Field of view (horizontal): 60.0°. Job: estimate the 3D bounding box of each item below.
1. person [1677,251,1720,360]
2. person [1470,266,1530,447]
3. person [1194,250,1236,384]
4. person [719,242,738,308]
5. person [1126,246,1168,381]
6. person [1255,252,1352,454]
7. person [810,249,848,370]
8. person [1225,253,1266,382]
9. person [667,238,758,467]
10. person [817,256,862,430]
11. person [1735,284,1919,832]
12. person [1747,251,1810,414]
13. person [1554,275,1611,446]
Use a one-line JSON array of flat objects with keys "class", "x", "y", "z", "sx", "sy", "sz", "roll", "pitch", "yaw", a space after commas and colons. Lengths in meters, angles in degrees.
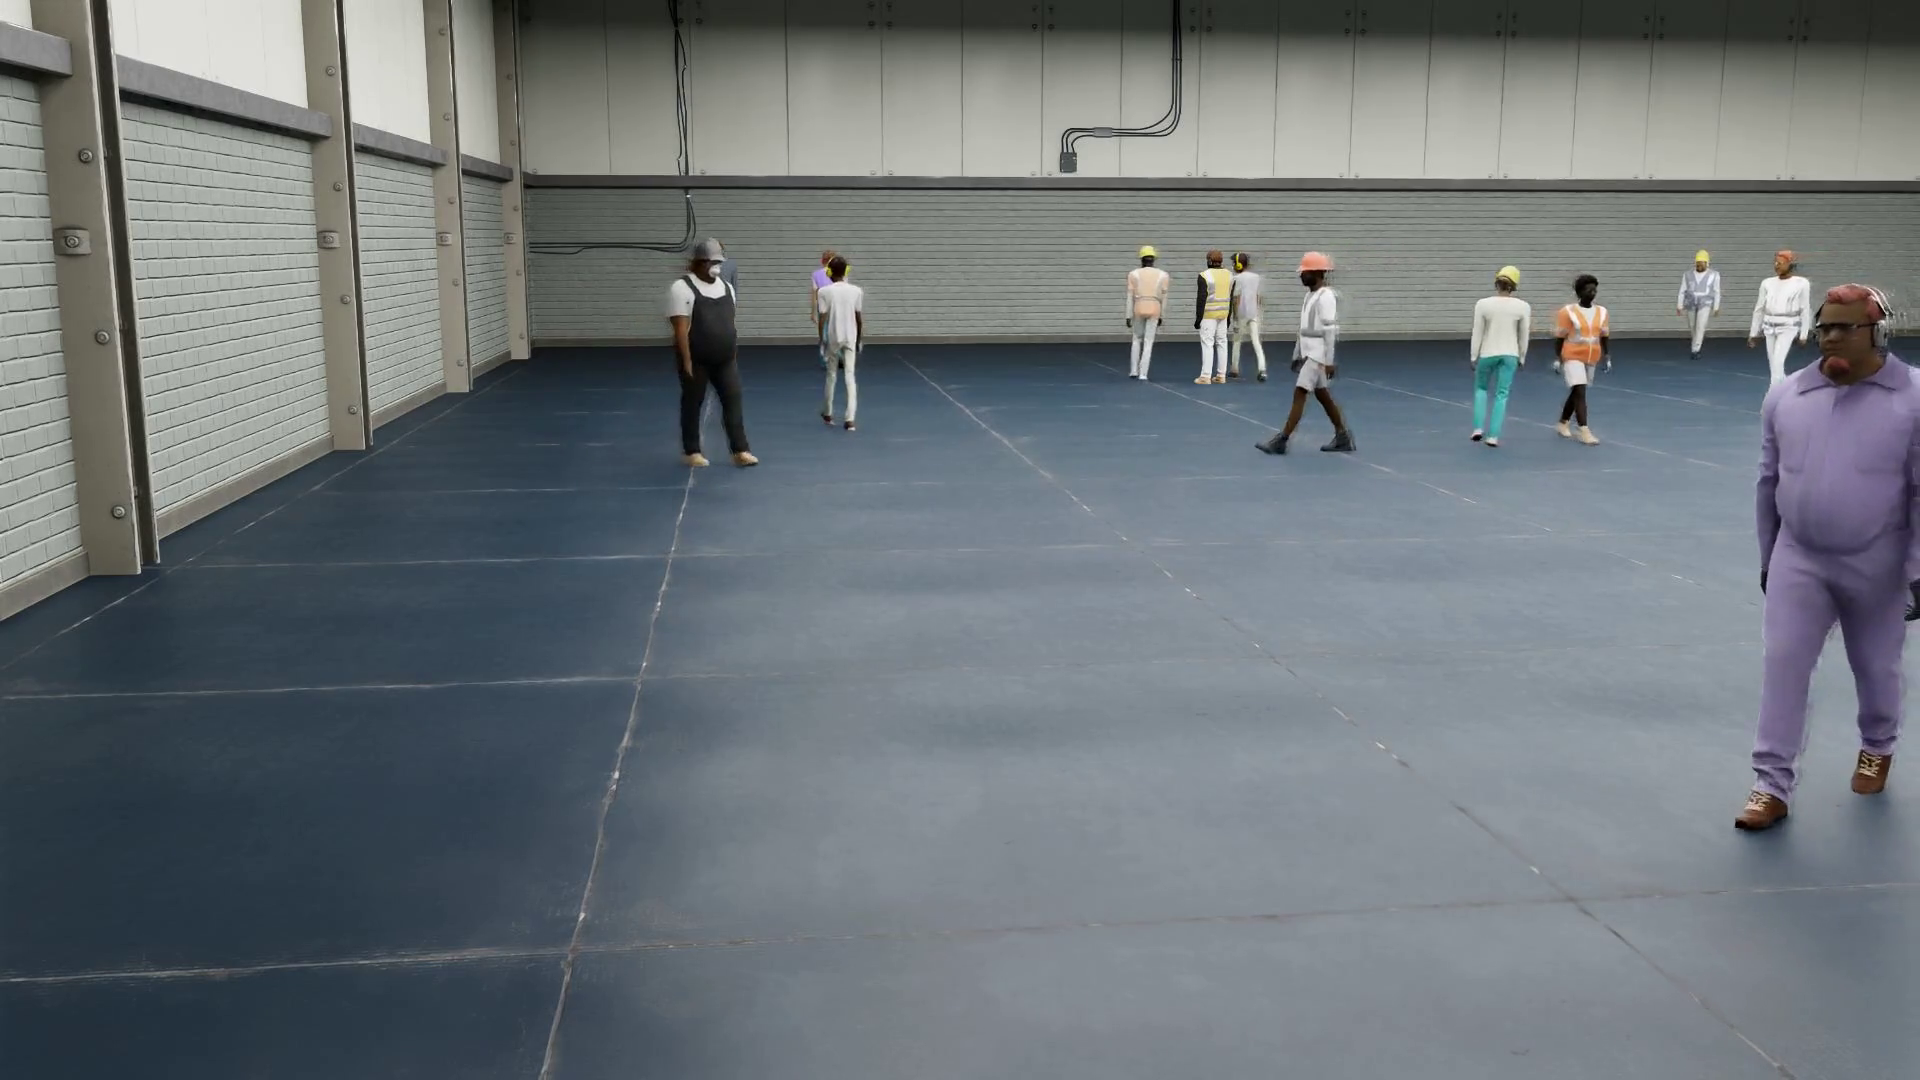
[{"class": "person", "x": 12.238, "y": -3.890, "z": 27.606, "sx": 0.616, "sy": 1.781, "sz": 0.922, "roll": 8, "pitch": 13, "yaw": 36}, {"class": "person", "x": 5.224, "y": -1.782, "z": 16.142, "sx": 0.537, "sy": 1.738, "sz": 0.516, "roll": 2, "pitch": 11, "yaw": 11}, {"class": "person", "x": 3.487, "y": -3.071, "z": 22.954, "sx": 0.633, "sy": 1.842, "sz": 0.429, "roll": -6, "pitch": 12, "yaw": -31}, {"class": "person", "x": -4.049, "y": -4.054, "z": 28.094, "sx": 0.627, "sy": 1.934, "sz": 0.370, "roll": -6, "pitch": 12, "yaw": -29}, {"class": "person", "x": 2.653, "y": -3.226, "z": 23.664, "sx": 0.584, "sy": 1.888, "sz": 0.751, "roll": 1, "pitch": 10, "yaw": 6}, {"class": "person", "x": 3.279, "y": -1.739, "z": 15.550, "sx": 0.971, "sy": 1.885, "sz": 0.560, "roll": 0, "pitch": 10, "yaw": -2}, {"class": "person", "x": -1.973, "y": -3.475, "z": 25.208, "sx": 0.574, "sy": 1.830, "sz": 0.432, "roll": -4, "pitch": 11, "yaw": -19}, {"class": "person", "x": 4.034, "y": -3.131, "z": 23.393, "sx": 0.551, "sy": 1.805, "sz": 1.000, "roll": -4, "pitch": 11, "yaw": -20}, {"class": "person", "x": -2.146, "y": -1.626, "z": 14.488, "sx": 0.688, "sy": 2.000, "sz": 0.866, "roll": -8, "pitch": 13, "yaw": -38}, {"class": "person", "x": -1.279, "y": -2.096, "z": 17.682, "sx": 0.513, "sy": 1.820, "sz": 0.977, "roll": -2, "pitch": 11, "yaw": -13}, {"class": "person", "x": 3.105, "y": 0.042, "z": 5.823, "sx": 0.640, "sy": 1.870, "sz": 0.957, "roll": 9, "pitch": 14, "yaw": 42}, {"class": "person", "x": 9.245, "y": -2.342, "z": 18.896, "sx": 0.725, "sy": 1.855, "sz": 0.595, "roll": -6, "pitch": 12, "yaw": -29}, {"class": "person", "x": 6.142, "y": -1.789, "z": 16.448, "sx": 0.543, "sy": 1.654, "sz": 0.862, "roll": -2, "pitch": 11, "yaw": -13}]
